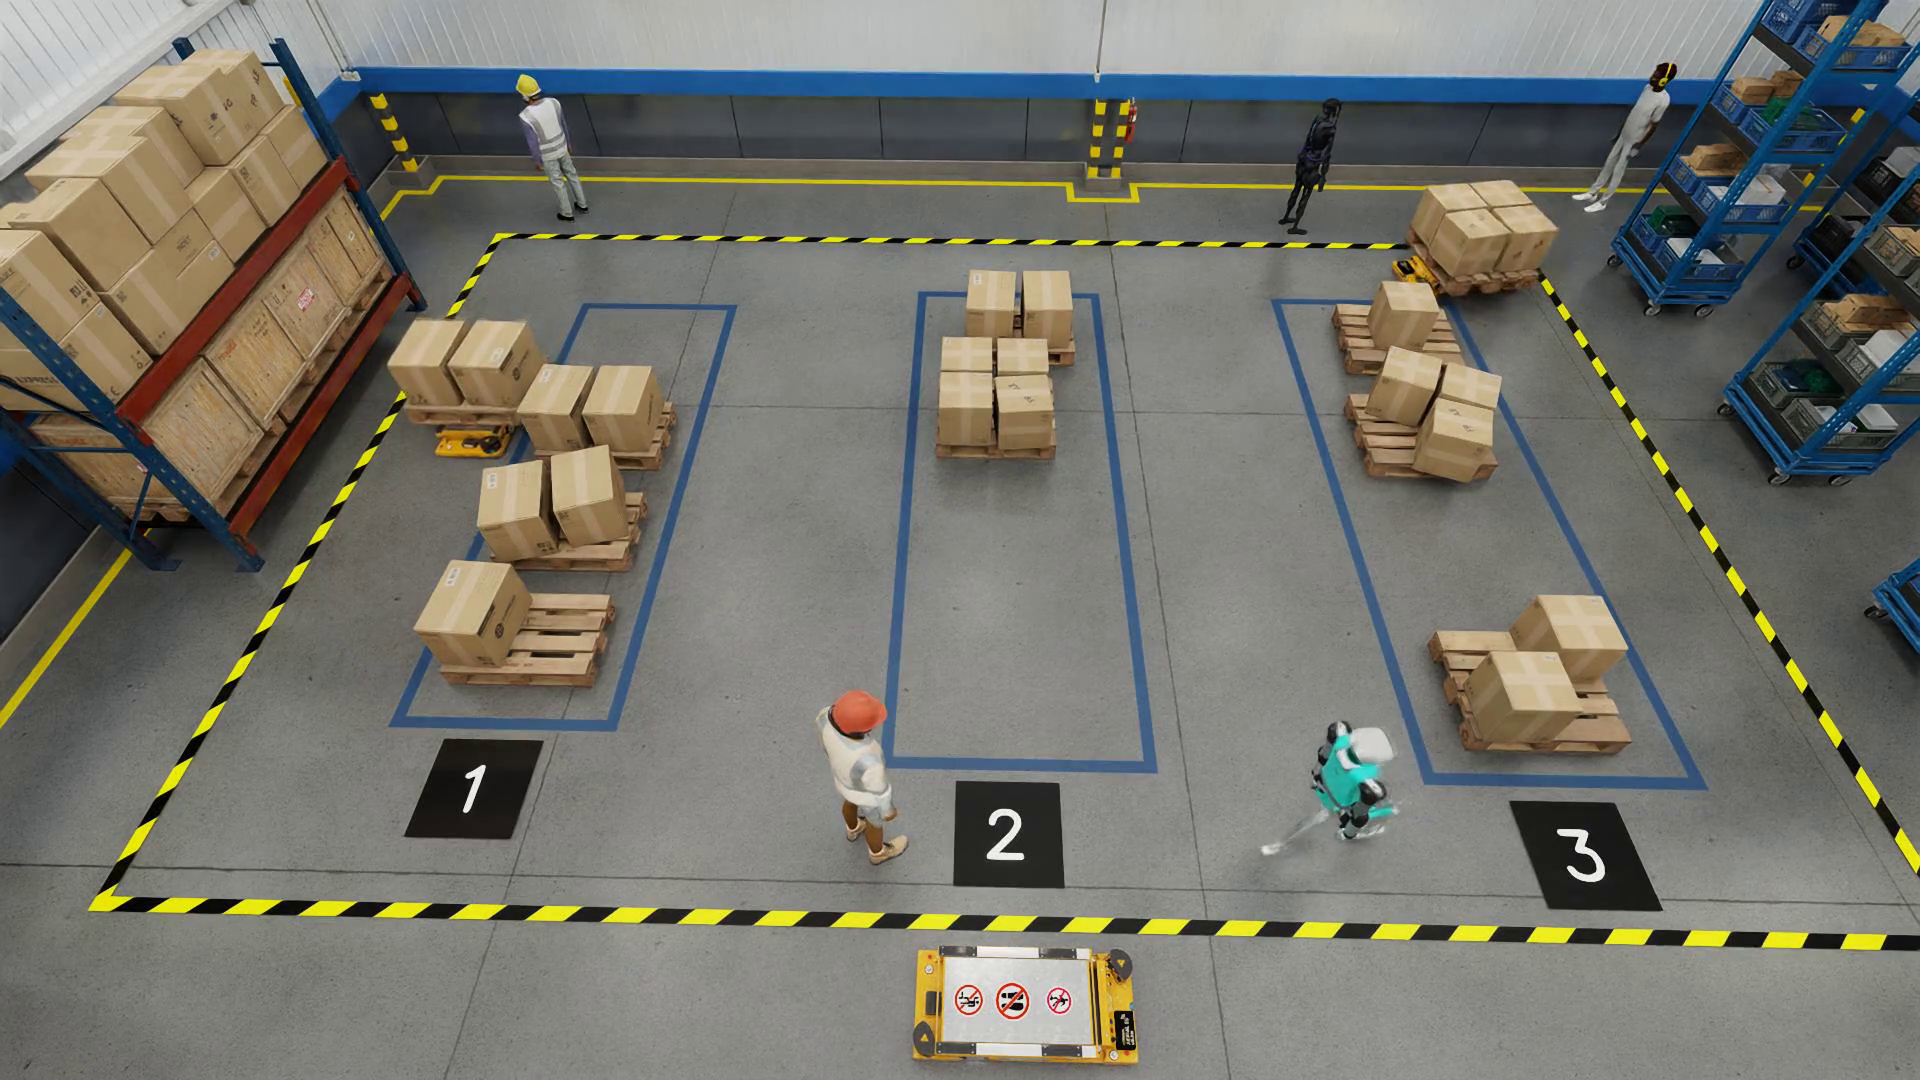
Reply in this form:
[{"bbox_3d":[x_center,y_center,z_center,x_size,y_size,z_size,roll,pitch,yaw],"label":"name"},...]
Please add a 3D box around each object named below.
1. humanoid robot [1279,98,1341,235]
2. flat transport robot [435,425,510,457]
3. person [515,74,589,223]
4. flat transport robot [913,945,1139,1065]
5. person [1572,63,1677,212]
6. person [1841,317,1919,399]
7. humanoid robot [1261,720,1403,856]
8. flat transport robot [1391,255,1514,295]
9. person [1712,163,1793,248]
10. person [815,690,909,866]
[{"bbox_3d":[4.352,-4.634,11.344,0.315,1.657,0.599,-8,51,-6],"label":"humanoid robot"},{"bbox_3d":[-4.952,-1.446,9.647,0.652,0.197,1.431,1,51,1],"label":"flat transport robot"},{"bbox_3d":[-5.107,-4.872,11.445,0.404,1.837,0.589,25,55,19],"label":"person"},{"bbox_3d":[0.422,3.041,6.007,1.431,0.231,0.659,1,51,1],"label":"flat transport robot"},{"bbox_3d":[8.448,-5.059,11.581,0.334,1.865,0.512,-1,51,-1],"label":"person"},{"bbox_3d":[9.405,-1.891,8.910,0.628,1.995,0.997,0,51,0],"label":"person"},{"bbox_3d":[2.744,1.710,6.194,1.057,1.783,0.535,-11,52,-9],"label":"humanoid robot"},{"bbox_3d":[6.085,-3.273,11.136,1.431,0.197,0.652,-6,51,-5],"label":"flat transport robot"},{"bbox_3d":[9.315,-4.048,10.837,0.486,1.736,0.318,-14,52,-11],"label":"person"},{"bbox_3d":[-0.628,1.572,6.062,0.380,2.039,0.613,-35,59,-25],"label":"person"}]
